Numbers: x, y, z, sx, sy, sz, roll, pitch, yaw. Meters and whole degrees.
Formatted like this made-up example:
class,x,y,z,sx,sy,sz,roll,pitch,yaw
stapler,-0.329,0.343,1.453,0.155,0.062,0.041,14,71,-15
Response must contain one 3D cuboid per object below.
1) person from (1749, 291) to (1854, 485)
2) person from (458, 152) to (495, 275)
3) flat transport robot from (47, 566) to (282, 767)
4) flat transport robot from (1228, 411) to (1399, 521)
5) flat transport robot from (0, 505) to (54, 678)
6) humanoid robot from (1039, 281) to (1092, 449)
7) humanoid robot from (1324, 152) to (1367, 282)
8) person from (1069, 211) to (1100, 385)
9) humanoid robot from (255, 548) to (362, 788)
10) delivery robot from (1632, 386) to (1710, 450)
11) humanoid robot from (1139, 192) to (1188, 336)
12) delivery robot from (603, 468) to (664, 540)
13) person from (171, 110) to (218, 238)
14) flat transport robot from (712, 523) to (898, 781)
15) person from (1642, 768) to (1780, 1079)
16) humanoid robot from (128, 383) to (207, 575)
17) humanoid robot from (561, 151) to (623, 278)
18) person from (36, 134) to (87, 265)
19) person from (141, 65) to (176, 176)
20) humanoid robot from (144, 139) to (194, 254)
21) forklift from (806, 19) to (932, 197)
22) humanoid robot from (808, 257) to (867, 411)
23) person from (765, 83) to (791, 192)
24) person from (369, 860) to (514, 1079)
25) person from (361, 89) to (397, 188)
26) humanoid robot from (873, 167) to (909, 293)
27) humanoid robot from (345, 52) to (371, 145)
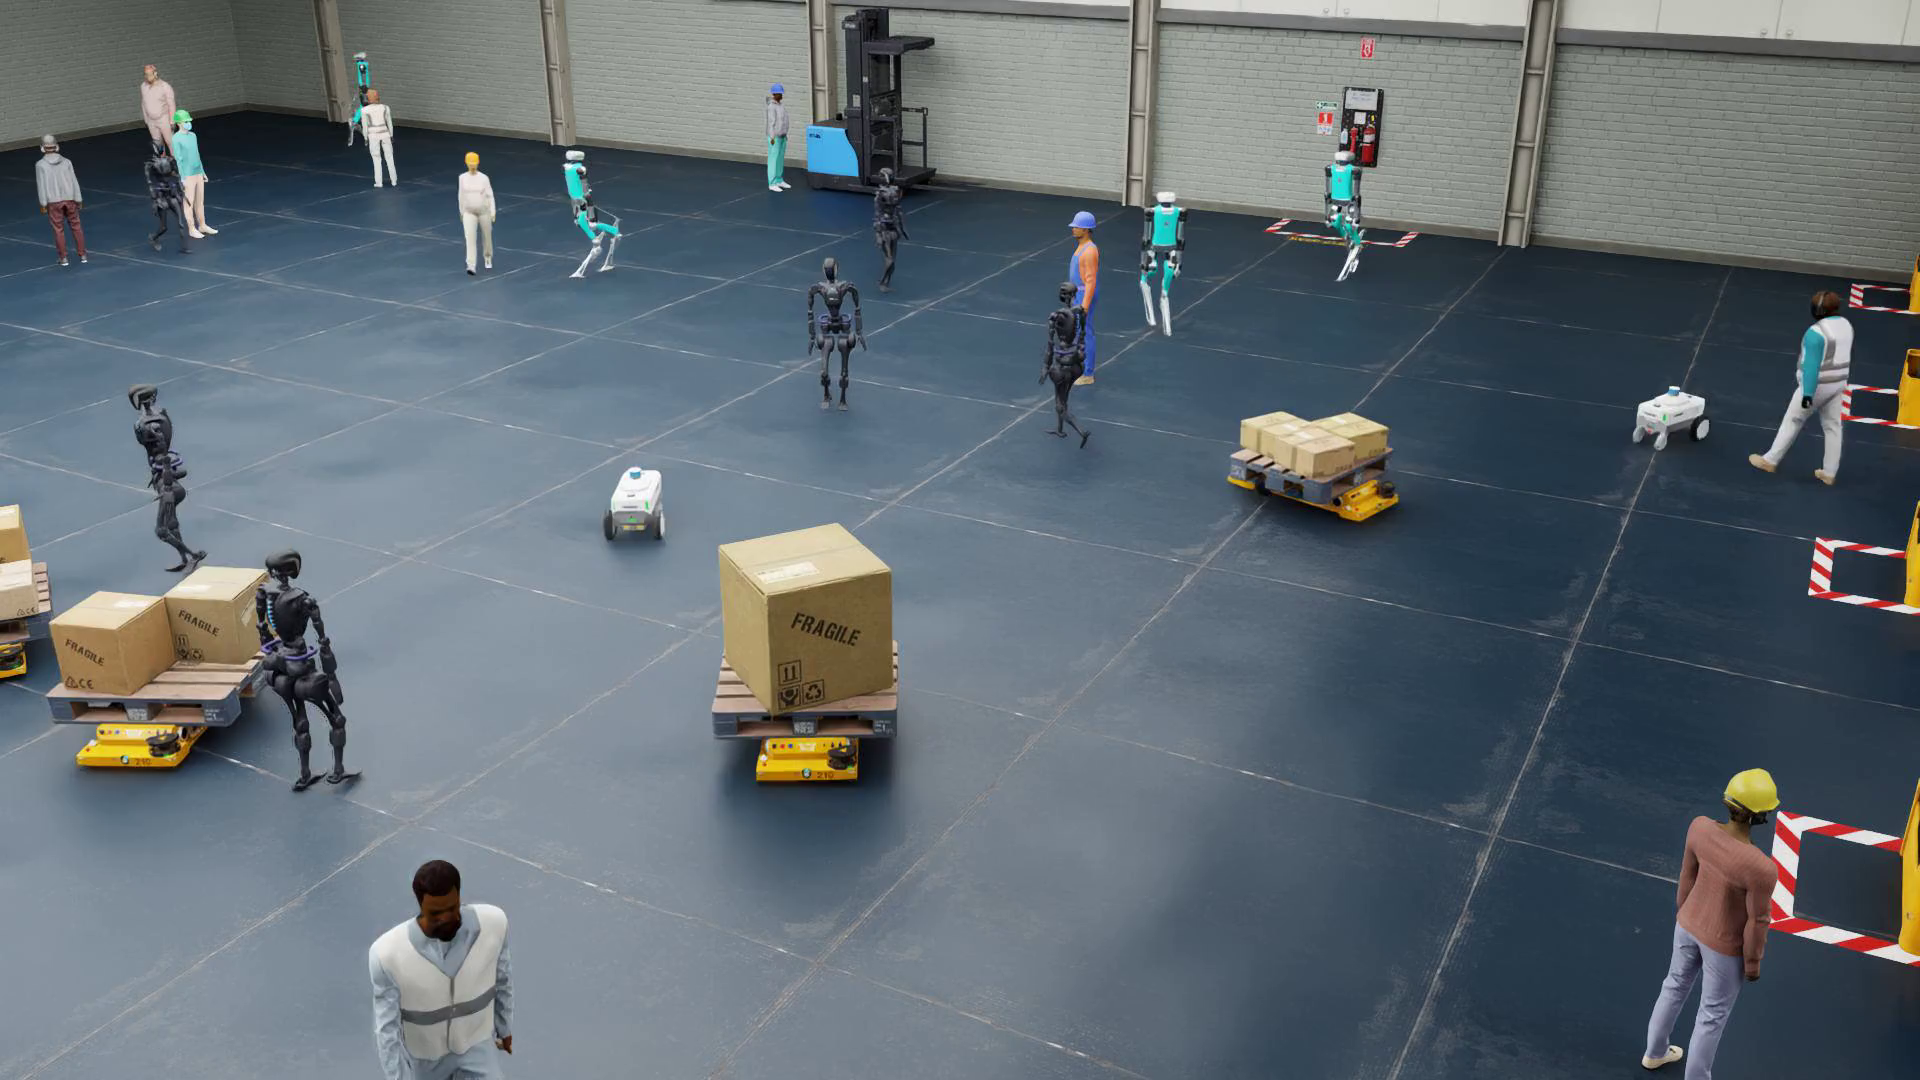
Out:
class,x,y,z,sx,sy,sz,roll,pitch,yaw
person,8.008,-1.442,15.605,0.648,1.791,0.798,-13,26,-27
person,-6.635,-4.482,22.844,0.490,1.645,0.887,-4,24,-9
flat transport robot,-5.431,1.134,11.523,0.659,0.231,1.431,1,23,2
flat transport robot,3.250,-0.516,15.364,1.431,0.231,0.659,21,31,40
flat transport robot,-7.448,0.727,12.471,0.659,0.231,1.431,-12,26,-26
humanoid robot,1.101,-1.744,16.481,0.693,1.646,0.609,21,31,39
humanoid robot,5.327,-4.409,22.607,0.552,1.808,0.905,19,30,37
person,1.346,-2.658,18.275,0.363,1.910,0.512,-4,24,-8
humanoid robot,-4.164,0.800,10.508,0.608,1.656,0.367,10,25,23
delivery robot,7.148,-1.242,16.713,0.805,0.612,0.499,-15,28,-31
humanoid robot,2.404,-3.366,20.175,0.539,1.805,0.795,-3,23,-6
delivery robot,-2.832,-0.324,14.579,0.499,0.613,0.817,0,23,-1
person,-11.503,-5.482,24.891,0.351,1.875,0.509,6,24,14
flat transport robot,-1.028,1.202,11.365,0.659,0.231,1.431,-1,23,-2
person,3.614,1.873,7.920,0.344,1.761,0.522,-8,25,-18
humanoid robot,-6.461,-0.503,13.543,0.365,1.648,0.613,-16,28,-32
humanoid robot,-4.965,-4.415,22.593,0.911,1.770,0.540,-19,29,-37
person,-12.627,-4.777,23.340,0.548,1.806,0.380,-20,31,-39
person,-14.088,-7.373,29.260,0.638,1.905,0.410,5,24,13
humanoid robot,-11.462,-4.957,23.946,0.639,1.637,0.587,12,26,26
forklift,-1.573,-7.292,27.850,1.873,2.768,1.129,12,26,25
humanoid robot,-1.288,-2.149,17.381,0.615,1.649,0.344,-2,23,-4
person,-3.082,-6.813,28.115,0.359,1.776,0.534,8,25,18
person,-2.146,2.177,7.071,0.606,1.863,1.023,-12,26,-26
person,-9.904,-6.841,28.347,0.514,1.641,0.308,-14,27,-30
humanoid robot,-0.925,-4.067,21.848,0.341,1.652,0.588,15,27,31
humanoid robot,-11.702,-8.436,32.052,0.805,1.849,0.561,-6,24,-13
